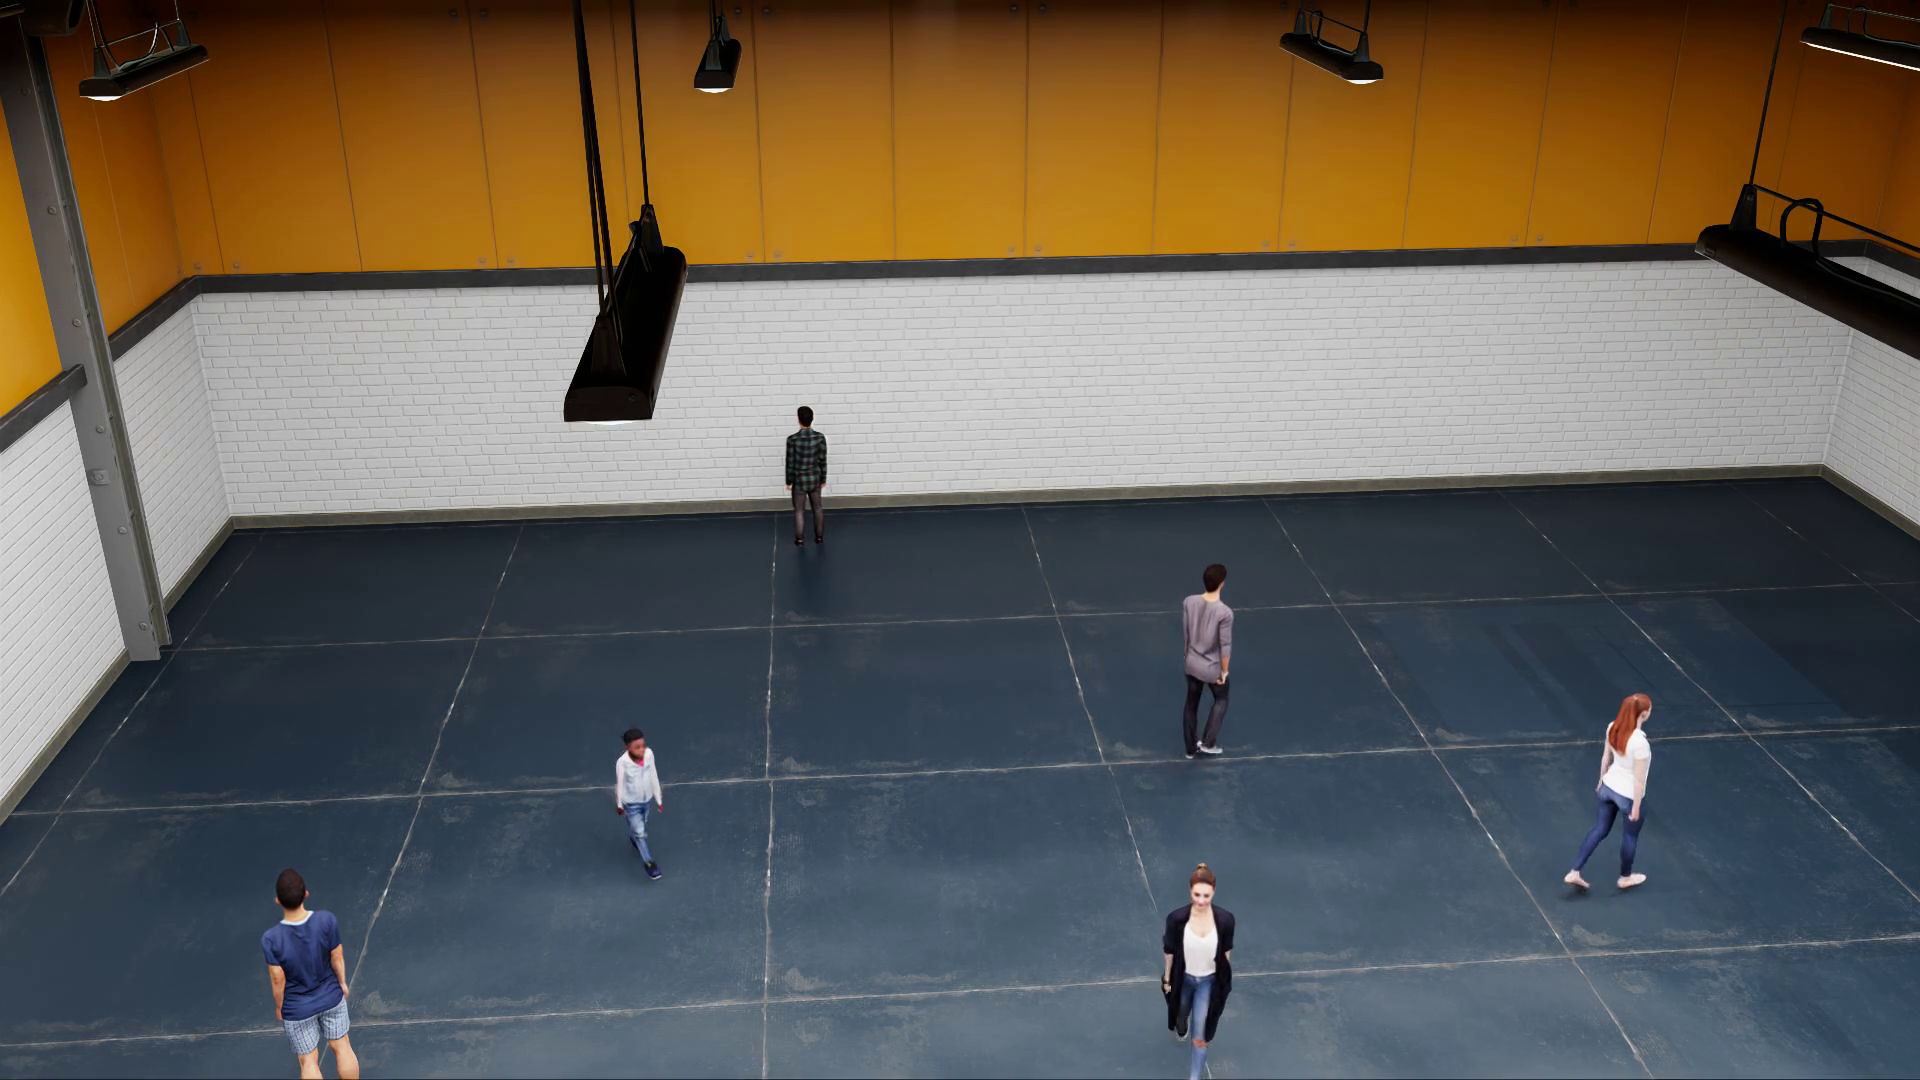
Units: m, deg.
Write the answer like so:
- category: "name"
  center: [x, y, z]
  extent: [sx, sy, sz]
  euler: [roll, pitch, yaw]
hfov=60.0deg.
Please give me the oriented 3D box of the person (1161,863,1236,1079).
- category: "person"
  center: [1.538, 2.823, 10.879]
  extent: [0.767, 1.661, 1.112]
  euler: [3, 24, 7]

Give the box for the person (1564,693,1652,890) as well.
- category: "person"
  center: [5.003, 1.970, 12.756]
  extent: [0.848, 1.721, 0.986]
  euler: [-11, 26, -23]

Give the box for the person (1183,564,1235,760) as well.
- category: "person"
  center: [2.103, 1.116, 14.568]
  extent: [0.787, 1.835, 0.830]
  euler: [16, 28, 32]

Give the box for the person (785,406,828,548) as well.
- category: "person"
  center: [-1.774, -0.710, 19.048]
  extent: [0.711, 1.709, 0.616]
  euler: [-9, 25, -19]

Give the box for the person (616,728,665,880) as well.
- category: "person"
  center: [-2.590, 2.028, 13.240]
  extent: [0.781, 1.226, 0.941]
  euler: [-18, 29, -35]

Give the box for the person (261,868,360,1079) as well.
- category: "person"
  center: [-4.083, 2.891, 10.489]
  extent: [0.710, 1.849, 0.729]
  euler: [-17, 29, -34]
